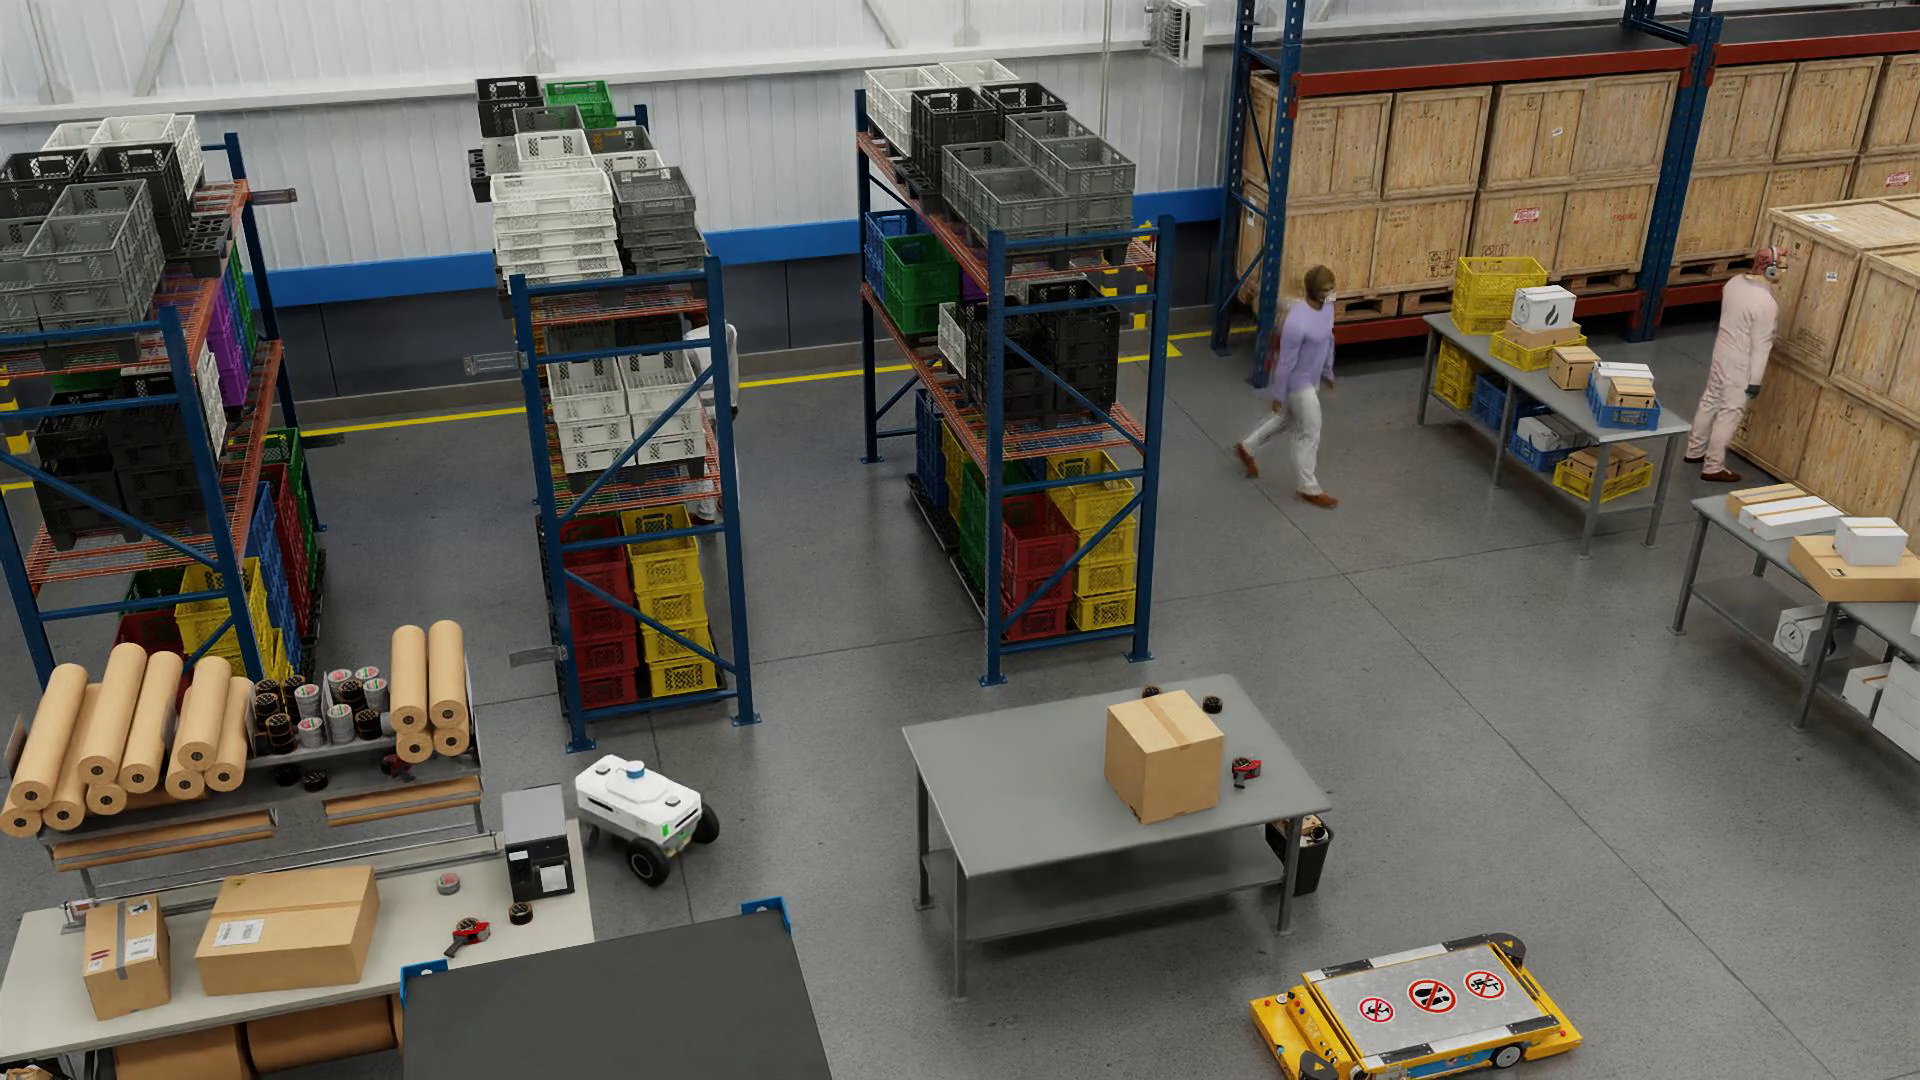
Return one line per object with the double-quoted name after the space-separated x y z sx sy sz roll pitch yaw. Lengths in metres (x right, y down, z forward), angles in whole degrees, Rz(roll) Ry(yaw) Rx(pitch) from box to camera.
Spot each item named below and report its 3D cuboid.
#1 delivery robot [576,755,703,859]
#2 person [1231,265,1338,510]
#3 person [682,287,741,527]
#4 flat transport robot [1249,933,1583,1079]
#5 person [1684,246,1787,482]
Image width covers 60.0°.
-1.765 1.434 9.138 0.707 0.478 0.477 18 33 29 "delivery robot"
2.536 -1.216 12.679 0.899 1.912 0.633 16 33 27 "person"
-1.864 -0.962 12.220 0.575 1.884 0.355 -26 38 -38 "person"
2.184 2.282 7.980 1.431 0.197 0.652 -8 30 -14 "flat transport robot"
6.097 -1.379 12.972 0.396 1.899 0.644 -1 29 -2 "person"
